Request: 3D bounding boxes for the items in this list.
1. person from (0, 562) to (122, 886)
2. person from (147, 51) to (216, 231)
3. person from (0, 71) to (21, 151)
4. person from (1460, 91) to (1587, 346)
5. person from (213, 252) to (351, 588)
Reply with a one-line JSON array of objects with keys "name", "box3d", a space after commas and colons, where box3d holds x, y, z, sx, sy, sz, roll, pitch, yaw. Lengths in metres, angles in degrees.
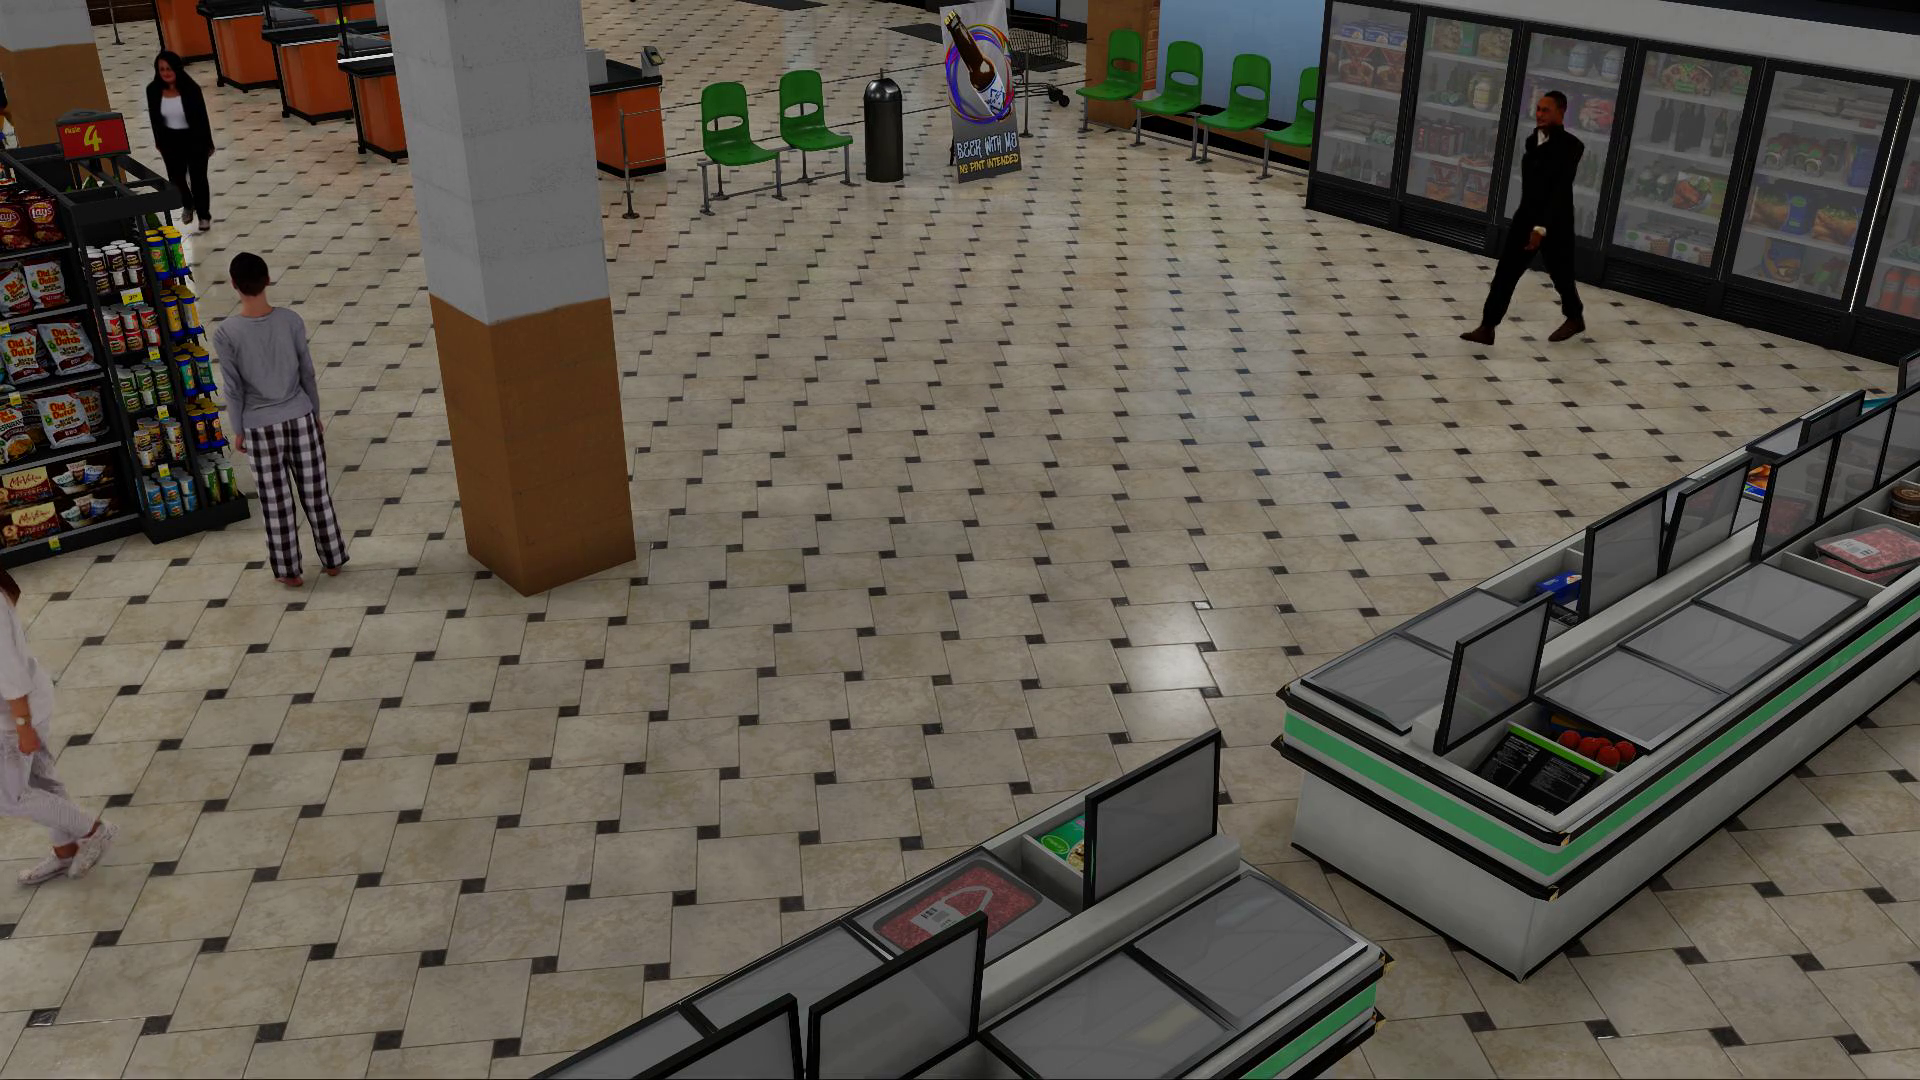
[{"name": "person", "box3d": [-3.662, 0.625, 6.562, 0.668, 1.682, 0.634, -17, 31, -29]}, {"name": "person", "box3d": [-6.972, -3.605, 14.989, 0.745, 1.603, 0.825, -8, 28, -16]}, {"name": "person", "box3d": [-10.019, -4.556, 17.246, 0.711, 1.258, 0.649, 5, 27, 9]}, {"name": "person", "box3d": [4.338, -2.283, 12.109, 1.367, 1.851, 0.879, -13, 30, -24]}, {"name": "person", "box3d": [-3.619, -0.626, 8.846, 0.484, 1.848, 0.694, -18, 32, -31]}]
